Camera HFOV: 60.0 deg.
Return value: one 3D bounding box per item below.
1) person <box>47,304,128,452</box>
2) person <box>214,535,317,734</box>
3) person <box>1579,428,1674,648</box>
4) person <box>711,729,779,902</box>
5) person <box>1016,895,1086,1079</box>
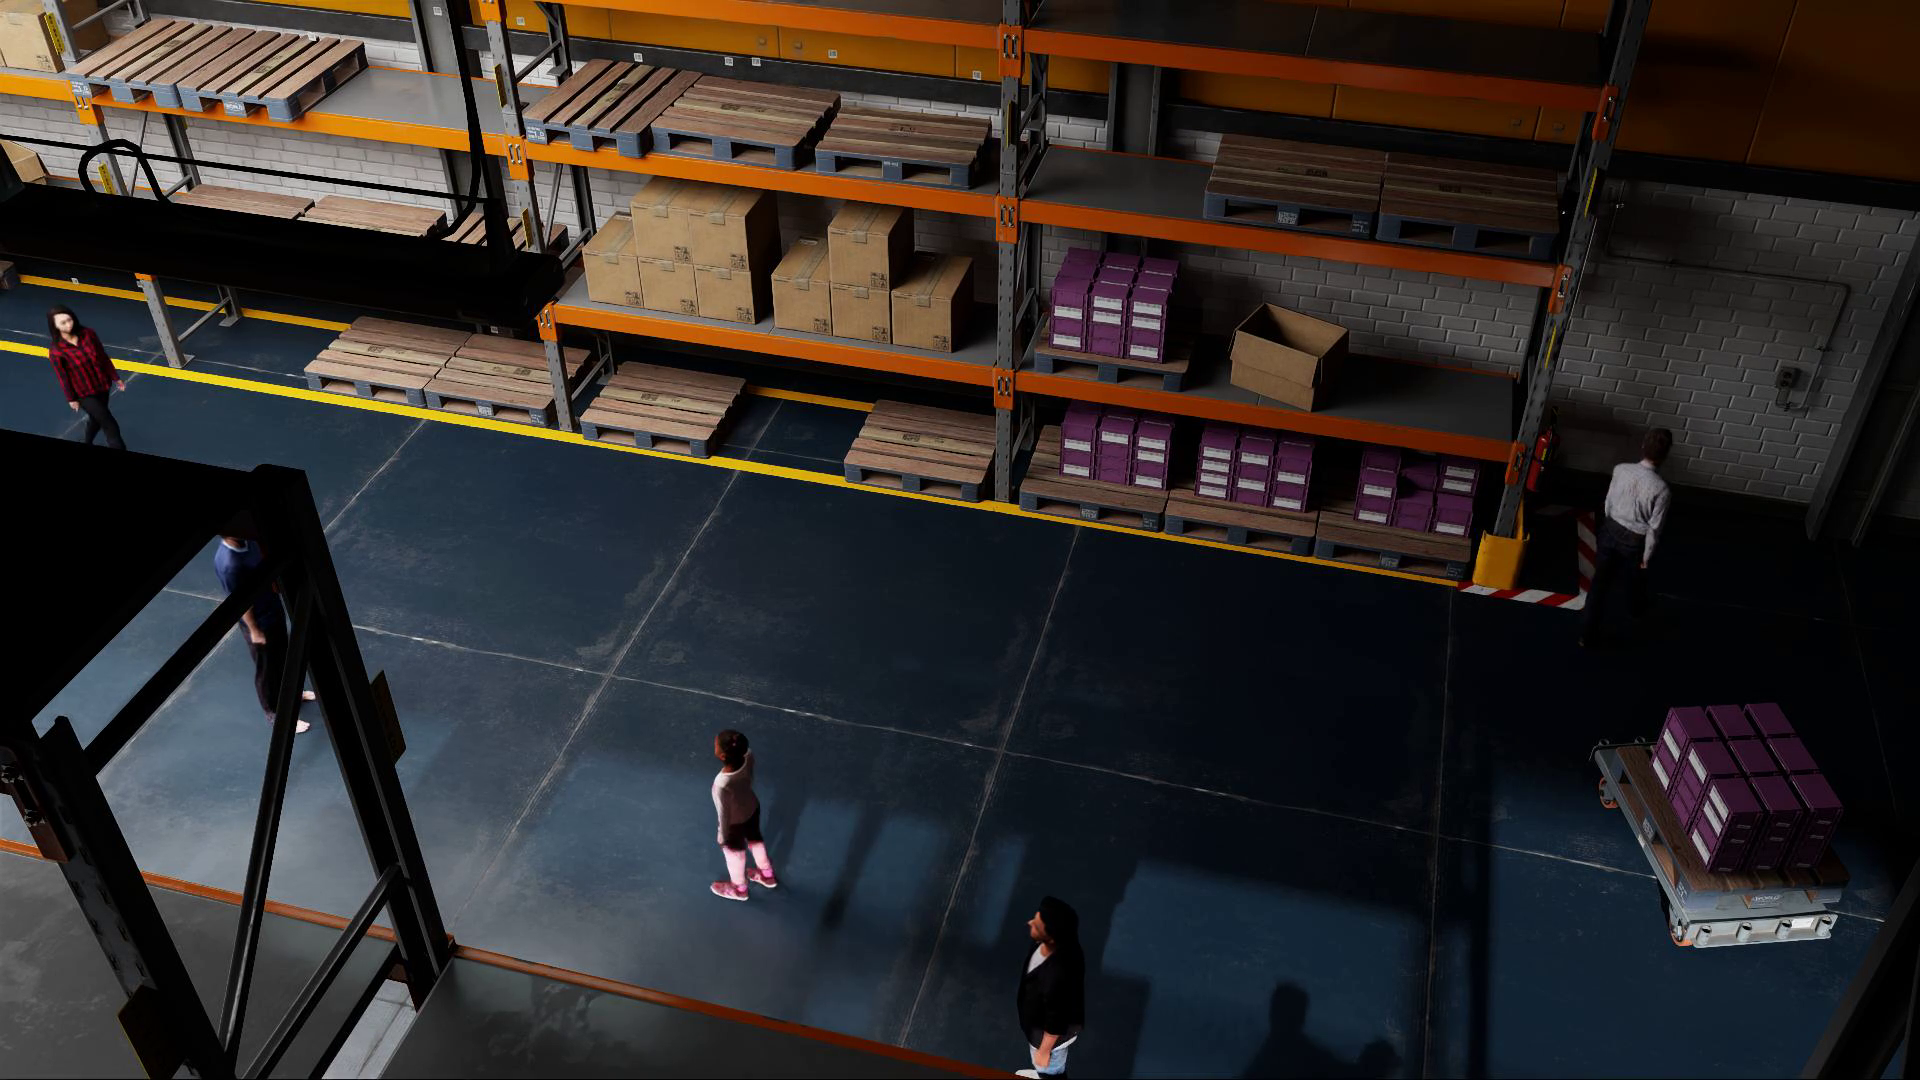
[{"bbox_3d":[-7.310,-1.261,13.883,1.066,1.619,0.675,14,41,17],"label":"person"},{"bbox_3d":[-4.835,0.512,11.460,0.671,1.871,0.724,-3,39,-4],"label":"person"},{"bbox_3d":[4.810,0.031,12.137,1.085,1.778,1.114,-27,46,-30],"label":"person"},{"bbox_3d":[-1.350,1.688,10.322,0.644,1.455,0.591,16,41,19],"label":"person"},{"bbox_3d":[0.500,2.543,8.962,0.656,1.815,0.731,3,39,4],"label":"person"}]
